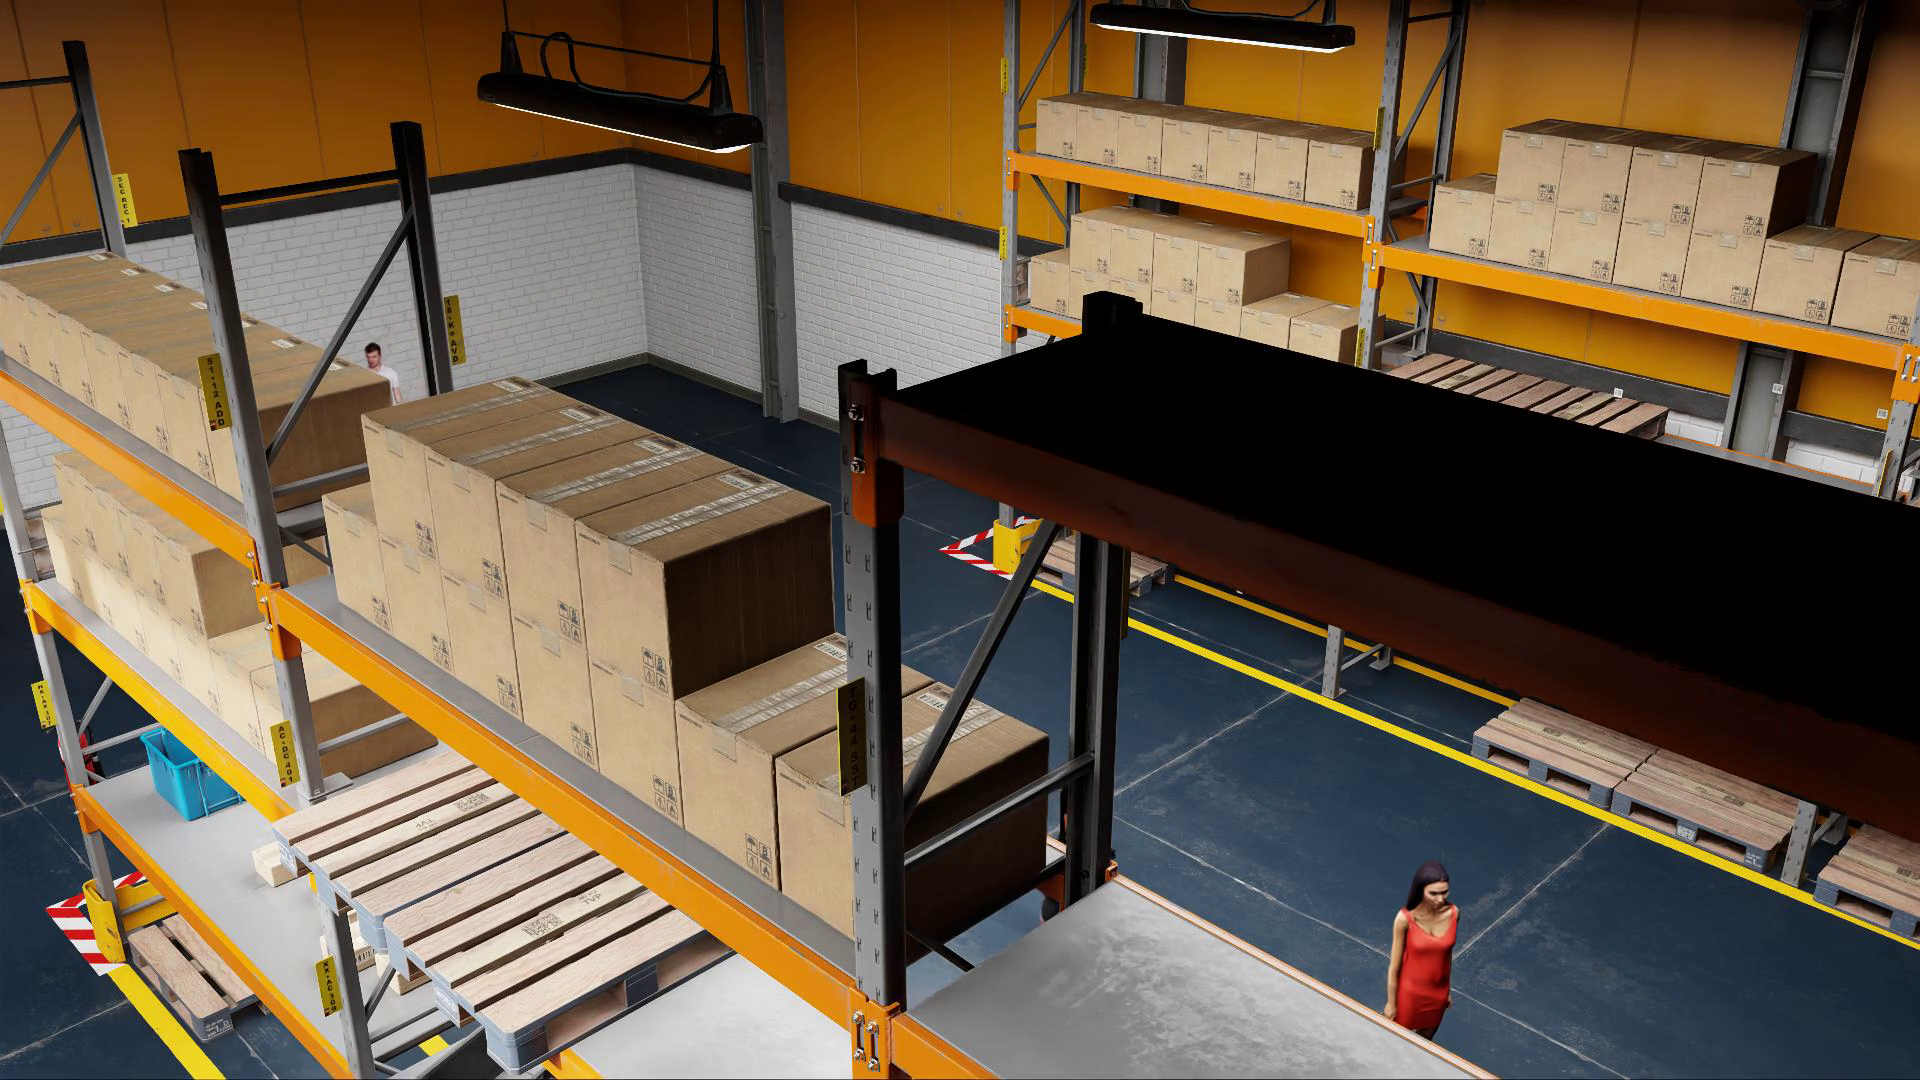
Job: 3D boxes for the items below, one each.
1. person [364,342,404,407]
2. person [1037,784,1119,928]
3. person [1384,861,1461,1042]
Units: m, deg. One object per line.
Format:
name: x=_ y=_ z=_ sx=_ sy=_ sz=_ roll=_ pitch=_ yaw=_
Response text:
person: x=-6.524 y=-1.369 z=18.910 sx=1.082 sy=1.820 sz=1.132 roll=1 pitch=24 yaw=2
person: x=0.763 y=2.041 z=11.240 sx=1.124 sy=1.716 sz=0.725 roll=18 pitch=29 yaw=35
person: x=2.717 y=2.652 z=9.838 sx=0.669 sy=1.719 sz=0.668 roll=-7 pitch=25 yaw=-16
